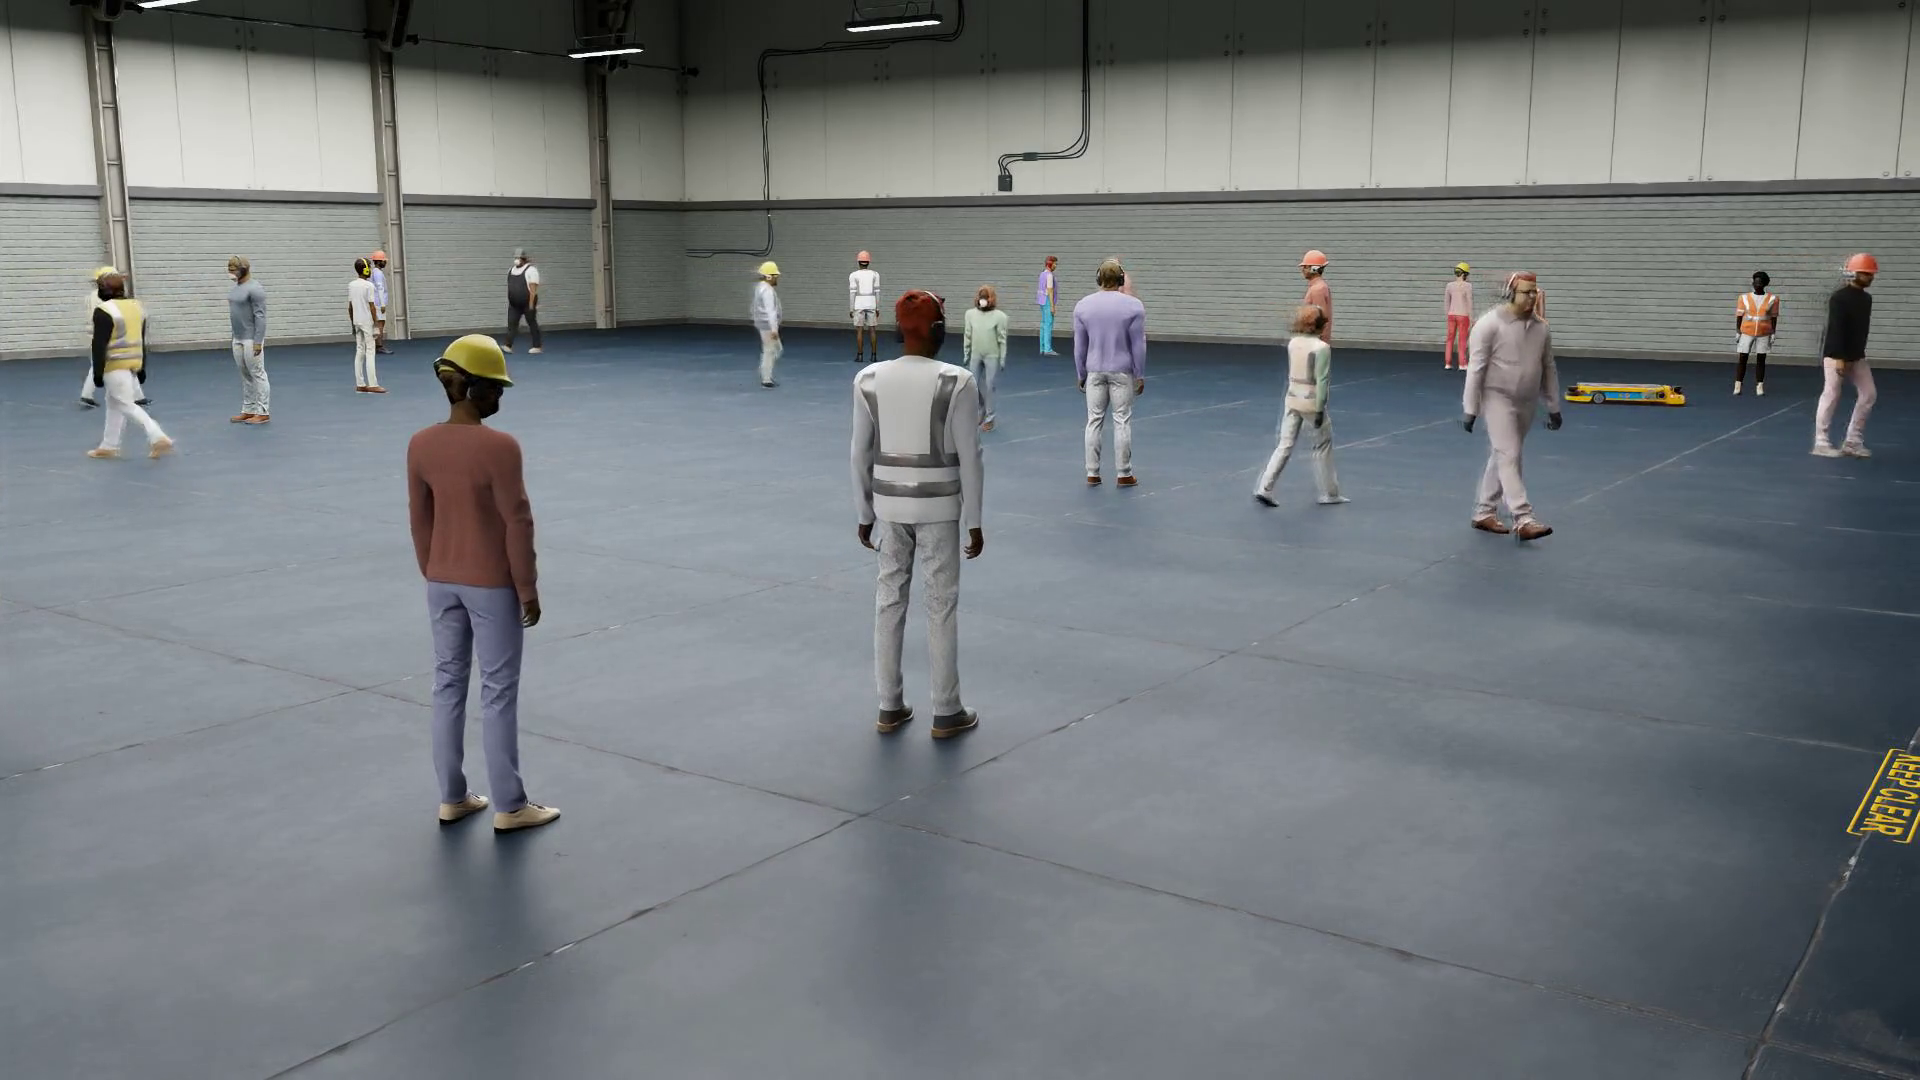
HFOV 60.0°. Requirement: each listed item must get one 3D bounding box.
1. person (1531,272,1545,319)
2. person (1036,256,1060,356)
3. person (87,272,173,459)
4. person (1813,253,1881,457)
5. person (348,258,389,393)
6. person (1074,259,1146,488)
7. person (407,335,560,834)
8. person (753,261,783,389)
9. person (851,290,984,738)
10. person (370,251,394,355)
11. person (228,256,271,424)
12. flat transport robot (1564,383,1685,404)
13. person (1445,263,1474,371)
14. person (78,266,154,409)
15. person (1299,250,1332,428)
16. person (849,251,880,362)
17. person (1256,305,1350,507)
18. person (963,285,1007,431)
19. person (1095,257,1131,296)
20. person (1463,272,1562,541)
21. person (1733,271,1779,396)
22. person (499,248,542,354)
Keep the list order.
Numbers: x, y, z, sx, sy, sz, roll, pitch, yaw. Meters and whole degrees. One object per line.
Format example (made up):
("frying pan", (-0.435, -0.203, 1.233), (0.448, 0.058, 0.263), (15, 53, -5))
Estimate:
("person", (9.205, -3.539, 26.984), (0.543, 1.607, 0.692), (4, 11, 23))
("person", (1.626, -4.340, 30.863), (0.390, 1.838, 0.564), (-2, 10, -13))
("person", (-8.027, -1.662, 15.966), (0.909, 1.809, 0.636), (1, 10, 5))
("person", (8.618, -1.762, 16.062), (0.641, 1.973, 0.644), (-5, 11, -25))
("person", (-8.258, -2.970, 23.102), (0.521, 1.873, 0.335), (6, 12, 32))
("person", (1.277, -1.407, 14.159), (0.630, 1.940, 0.372), (4, 11, 19))
("person", (-1.697, 0.159, 5.893), (0.524, 1.760, 0.328), (5, 11, 27))
("person", (-2.714, -3.057, 23.742), (0.444, 1.813, 0.616), (-3, 10, -15))
("person", (-0.173, -0.106, 7.023), (0.584, 1.882, 0.337), (4, 11, 21))
("person", (-10.845, -4.444, 31.168), (0.371, 1.935, 0.551), (-6, 12, -29))
("person", (-8.218, -2.301, 19.183), (0.627, 1.934, 0.372), (8, 13, 39))
("flat transport robot", (8.661, -1.920, 21.701), (1.431, 0.197, 0.652), (3, 11, 17))
("person", (8.190, -3.656, 27.260), (0.328, 1.760, 0.524), (-8, 13, -39))
("person", (-10.740, -2.547, 20.972), (0.623, 1.794, 0.923), (6, 12, 29))
("person", (3.987, -2.257, 18.757), (0.384, 1.996, 0.610), (2, 10, 12))
("person", (-1.674, -4.079, 29.121), (0.543, 1.939, 0.360), (-3, 11, -16))
("person", (2.700, -1.049, 13.122), (0.836, 1.605, 0.524), (-6, 12, -29))
("person", (0.270, -2.010, 18.416), (0.519, 1.616, 0.349), (4, 11, 22))
("person", (2.556, -3.788, 27.739), (0.655, 1.857, 1.028), (4, 11, 21))
("person", (3.949, -0.925, 11.637), (0.679, 1.864, 0.933), (-5, 11, -26))
("person", (10.878, -2.819, 22.731), (0.536, 1.699, 0.322), (4, 11, 23))
("person", (-8.256, -4.505, 31.225), (0.695, 2.000, 1.008), (4, 11, 20))
